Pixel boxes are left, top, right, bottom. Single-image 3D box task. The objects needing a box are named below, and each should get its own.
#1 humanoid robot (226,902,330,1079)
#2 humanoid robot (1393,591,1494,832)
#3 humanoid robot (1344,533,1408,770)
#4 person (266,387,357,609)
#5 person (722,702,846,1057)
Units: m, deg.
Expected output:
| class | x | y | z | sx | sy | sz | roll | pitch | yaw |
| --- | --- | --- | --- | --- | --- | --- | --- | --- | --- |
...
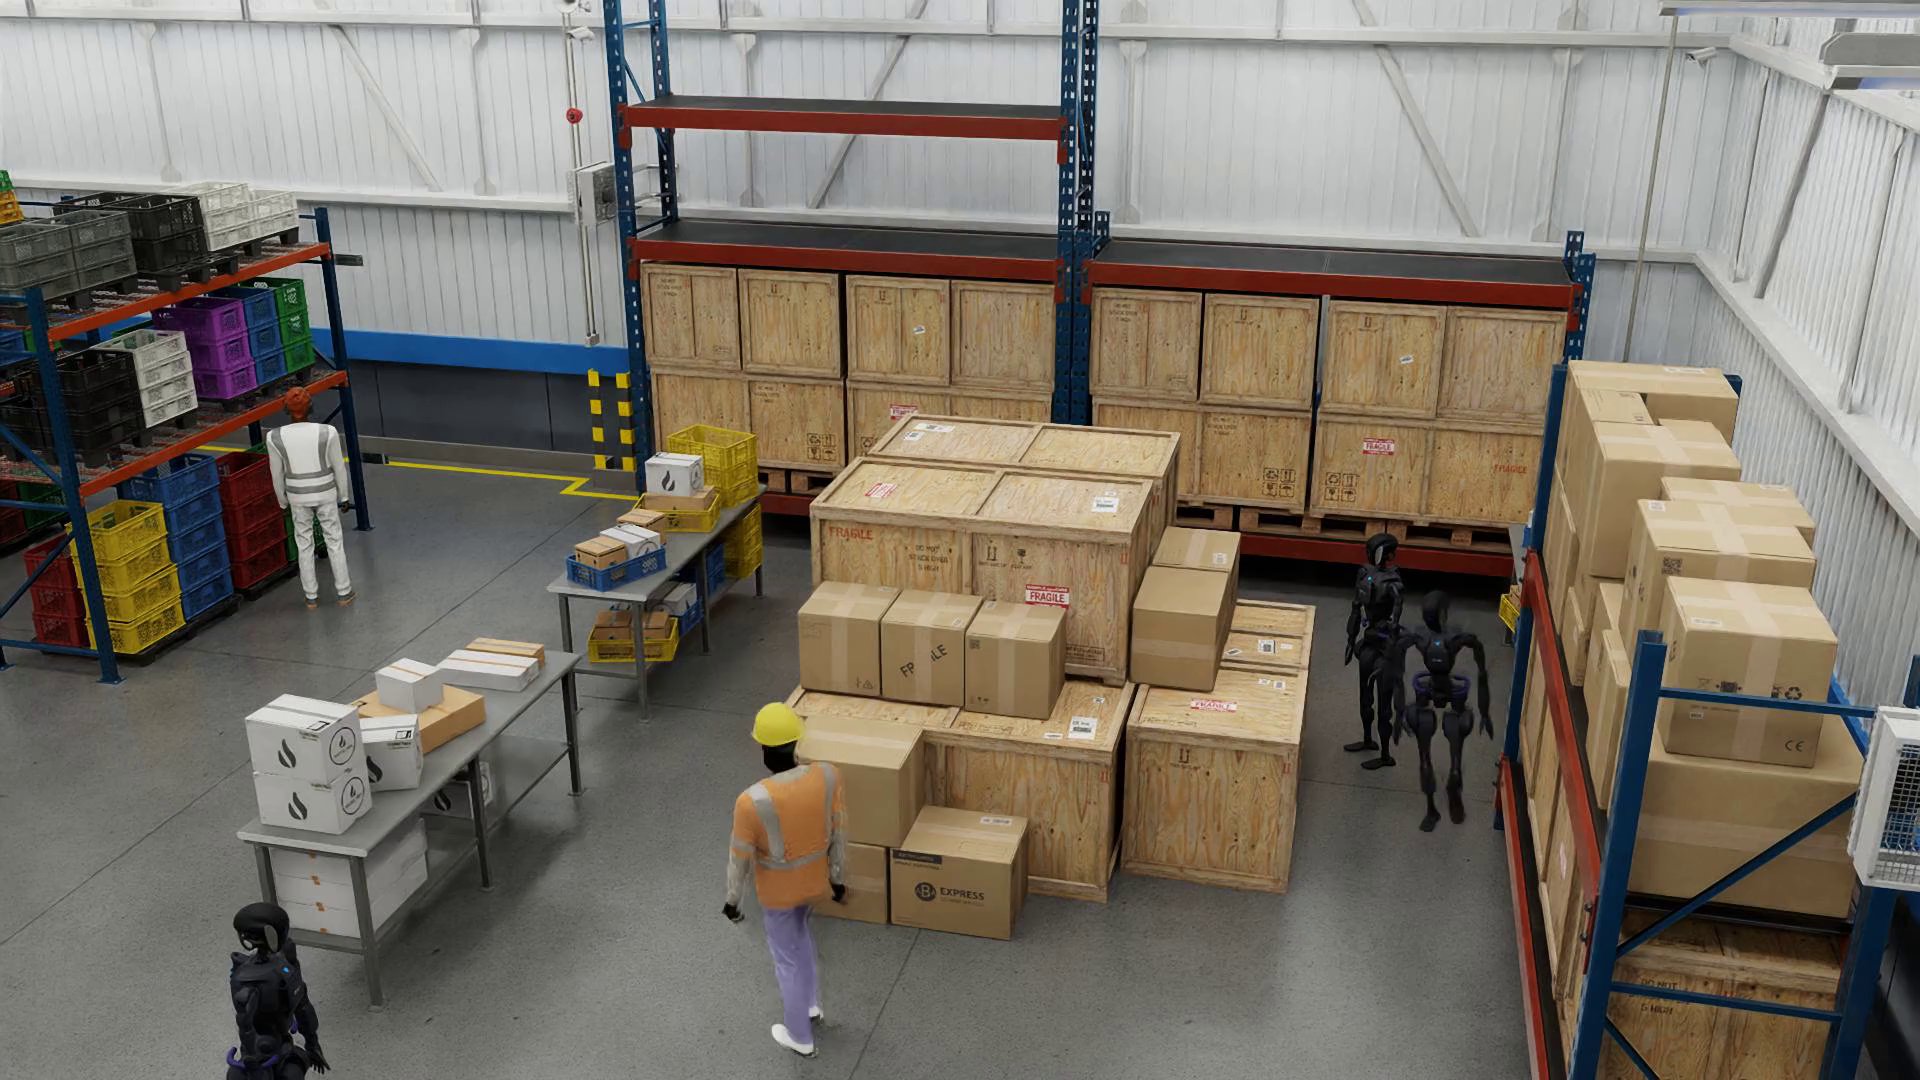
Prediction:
| class | x | y | z | sx | sy | sz | roll | pitch | yaw |
| --- | --- | --- | --- | --- | --- | --- | --- | --- | --- |
| humanoid robot | -2.915 | 2.279 | 7.109 | 0.338 | 1.651 | 0.574 | 1 | 21 | 2 |
| humanoid robot | 2.992 | 1.065 | 10.306 | 0.629 | 1.627 | 0.414 | 8 | 22 | 21 |
| humanoid robot | 2.789 | 0.734 | 11.151 | 0.349 | 1.651 | 0.565 | -7 | 22 | -19 |
| person | -5.320 | -0.341 | 13.678 | 0.574 | 1.882 | 0.356 | -6 | 22 | -15 |
| person | -0.906 | 1.688 | 8.340 | 0.595 | 1.908 | 0.586 | -19 | 28 | -40 |
